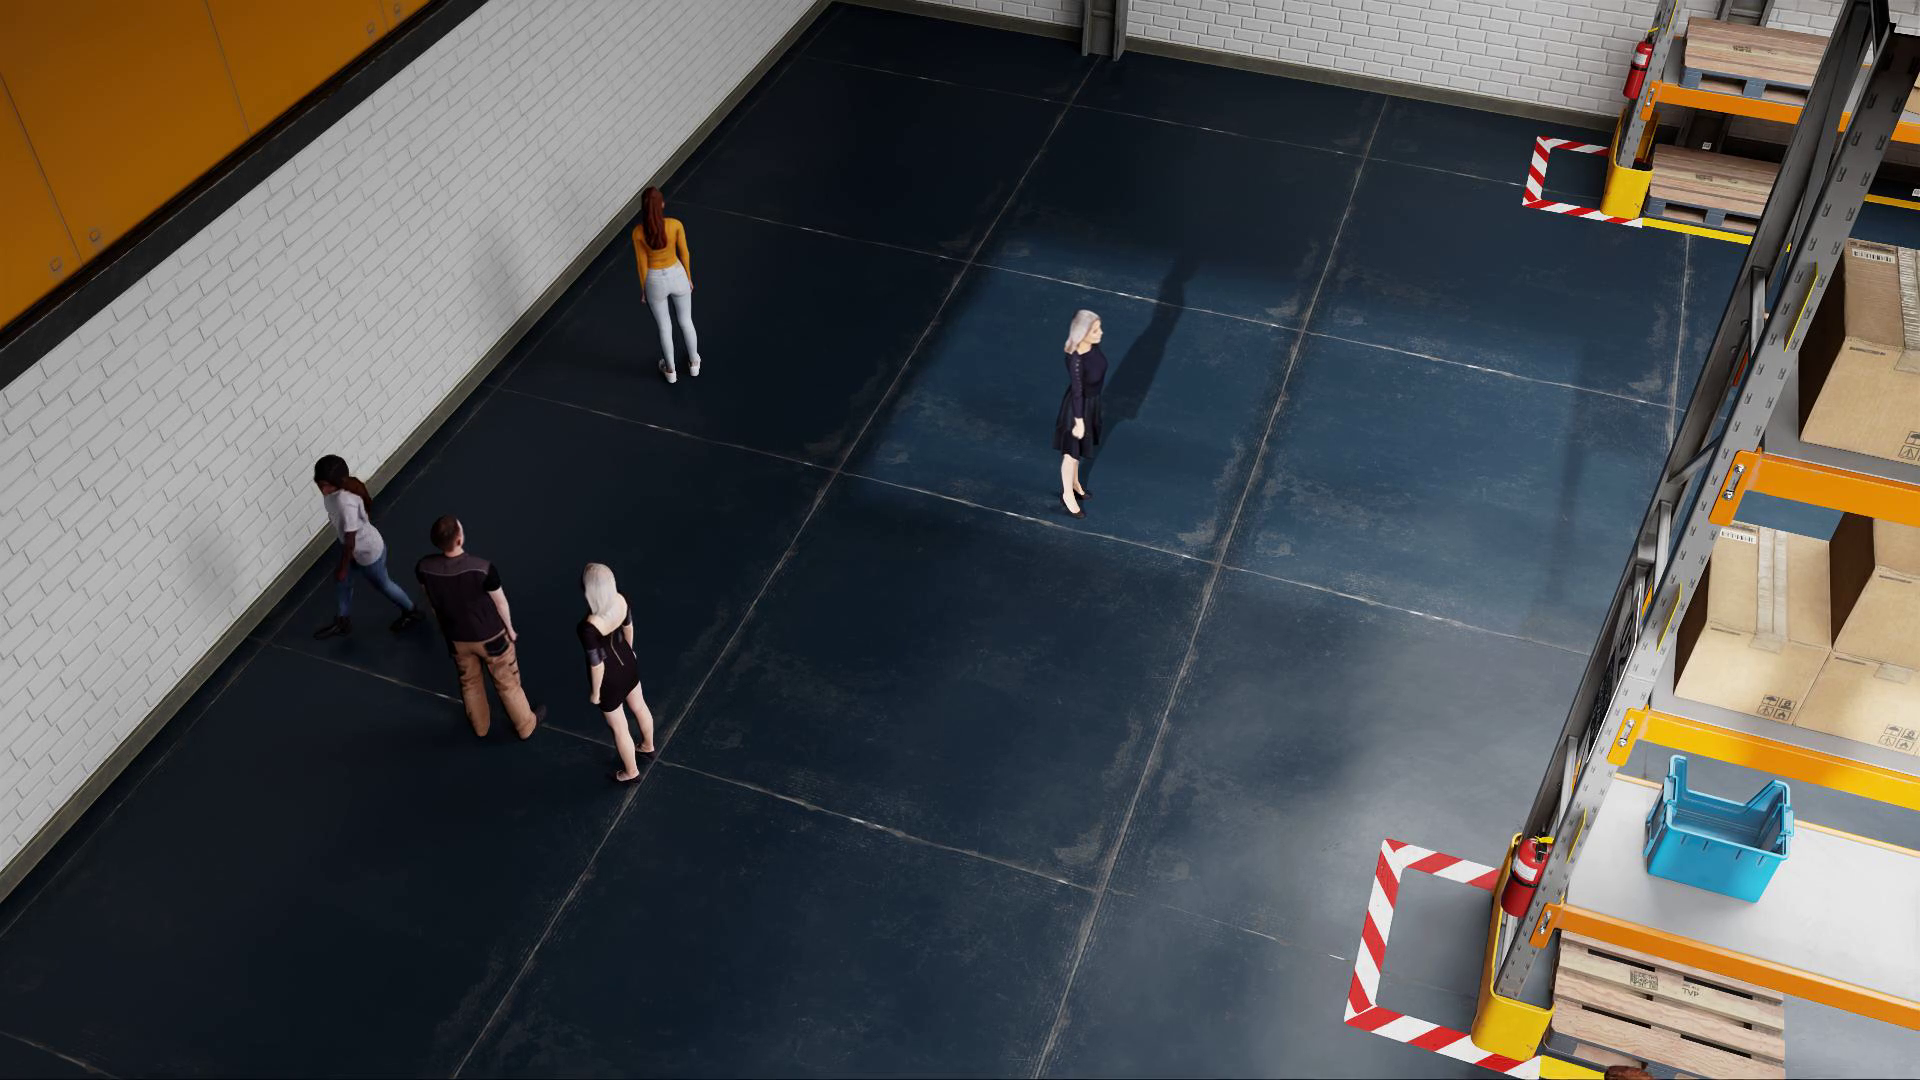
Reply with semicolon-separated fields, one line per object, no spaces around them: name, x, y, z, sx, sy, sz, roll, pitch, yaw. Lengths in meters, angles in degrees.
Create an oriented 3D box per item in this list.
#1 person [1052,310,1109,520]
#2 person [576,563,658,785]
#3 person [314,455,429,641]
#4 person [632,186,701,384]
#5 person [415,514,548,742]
person;0.869;-0.917;11.908;0.557;1.747;0.592;13;45;13
person;-2.078;0.806;10.040;0.518;1.830;0.592;18;47;18
person;-3.848;0.052;10.938;1.013;1.683;1.019;-24;49;-23
person;-2.302;-1.999;13.041;0.673;1.751;0.747;-13;45;-13
person;-3.007;0.556;10.294;0.601;1.841;0.792;6;44;6
